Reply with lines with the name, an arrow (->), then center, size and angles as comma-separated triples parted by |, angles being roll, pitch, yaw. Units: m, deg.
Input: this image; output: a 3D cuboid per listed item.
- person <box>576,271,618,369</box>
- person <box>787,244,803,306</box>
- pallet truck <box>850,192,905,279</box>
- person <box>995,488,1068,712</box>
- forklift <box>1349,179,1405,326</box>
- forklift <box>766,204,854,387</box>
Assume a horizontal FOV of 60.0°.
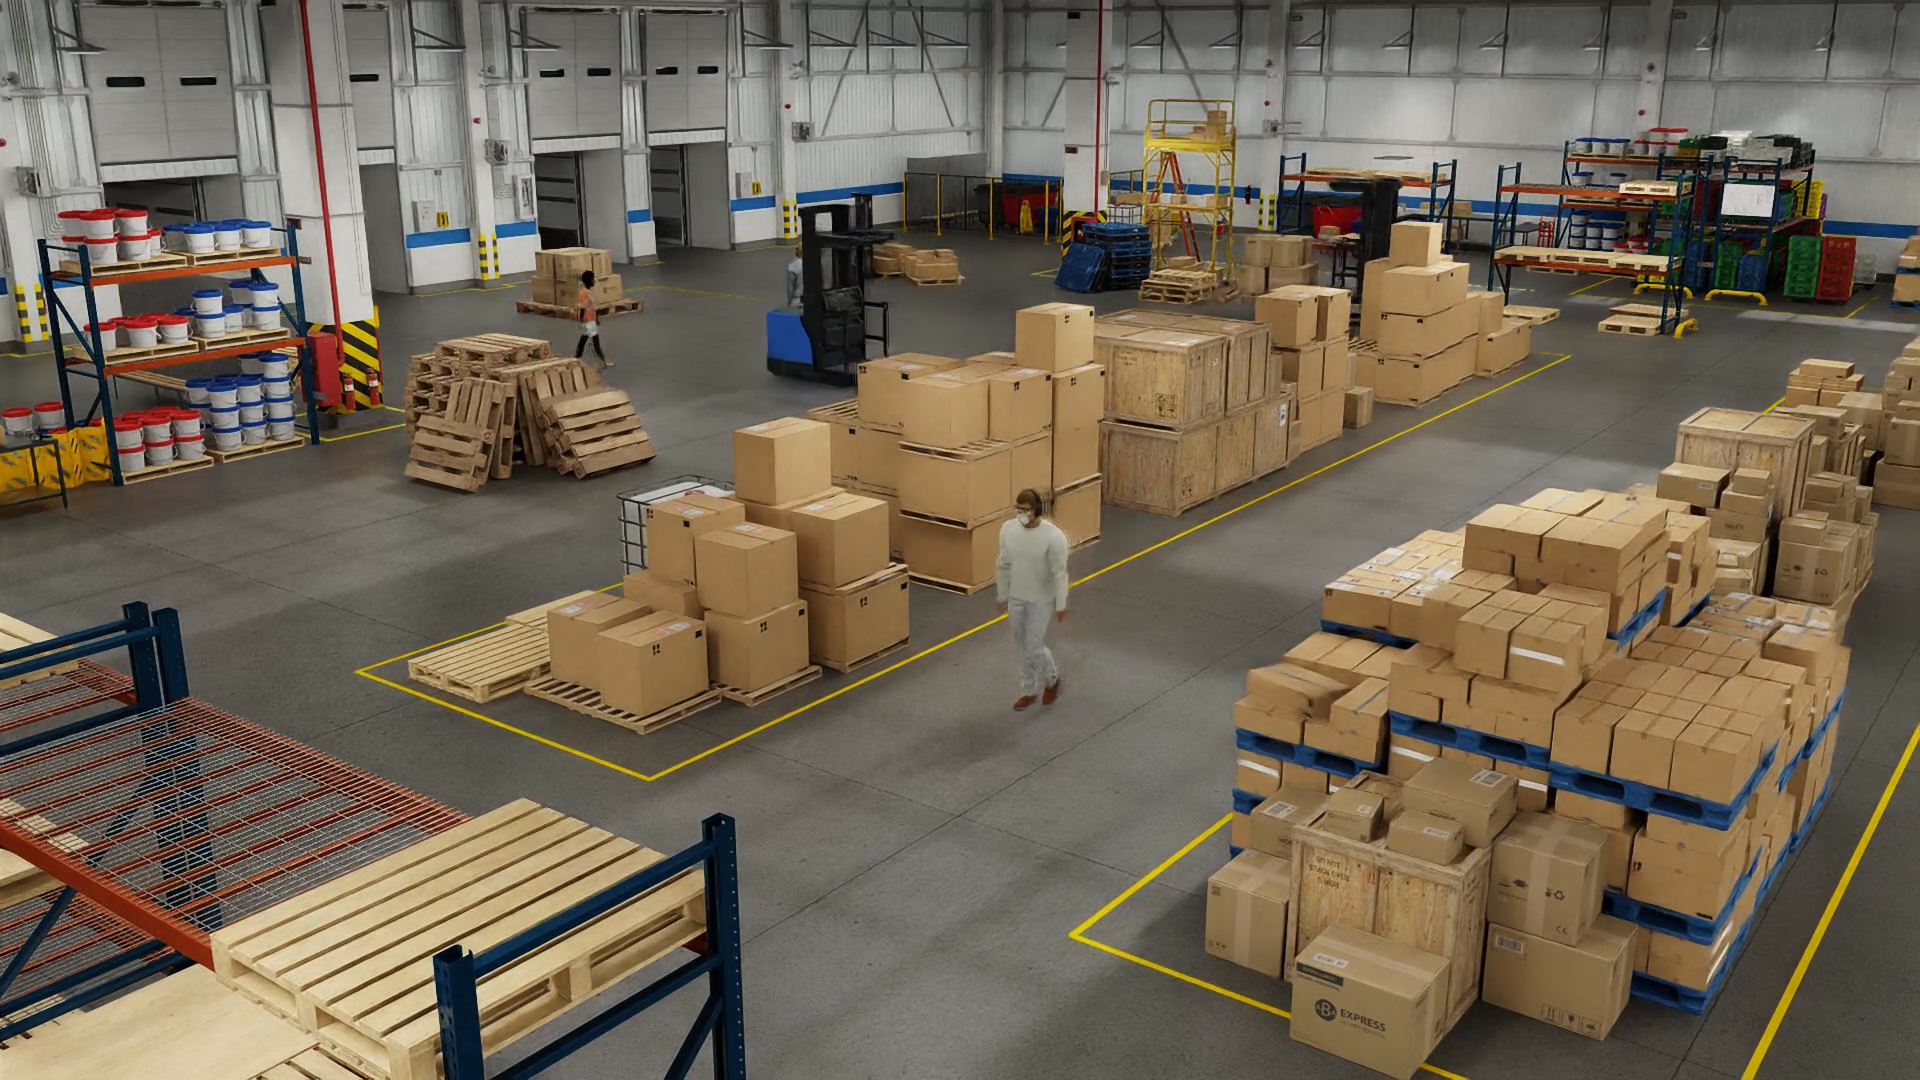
person -> -6.191, -3.719, 28.149 | 0.834, 1.654, 0.550 | 0, 17, -1
person -> -2.790, -4.300, 29.641 | 0.631, 1.931, 0.383 | -9, 19, -28
pallet truck -> -1.936, -7.159, 38.982 | 1.885, 1.965, 0.823 | -12, 21, -34
person -> 0.573, 0.498, 13.741 | 0.640, 1.924, 0.434 | 14, 22, 38
forklift -> 8.178, -5.518, 32.046 | 1.873, 2.768, 1.129 | 7, 18, 22
forklift -> -2.203, -4.067, 27.241 | 1.873, 2.768, 1.129 | 12, 21, 35
